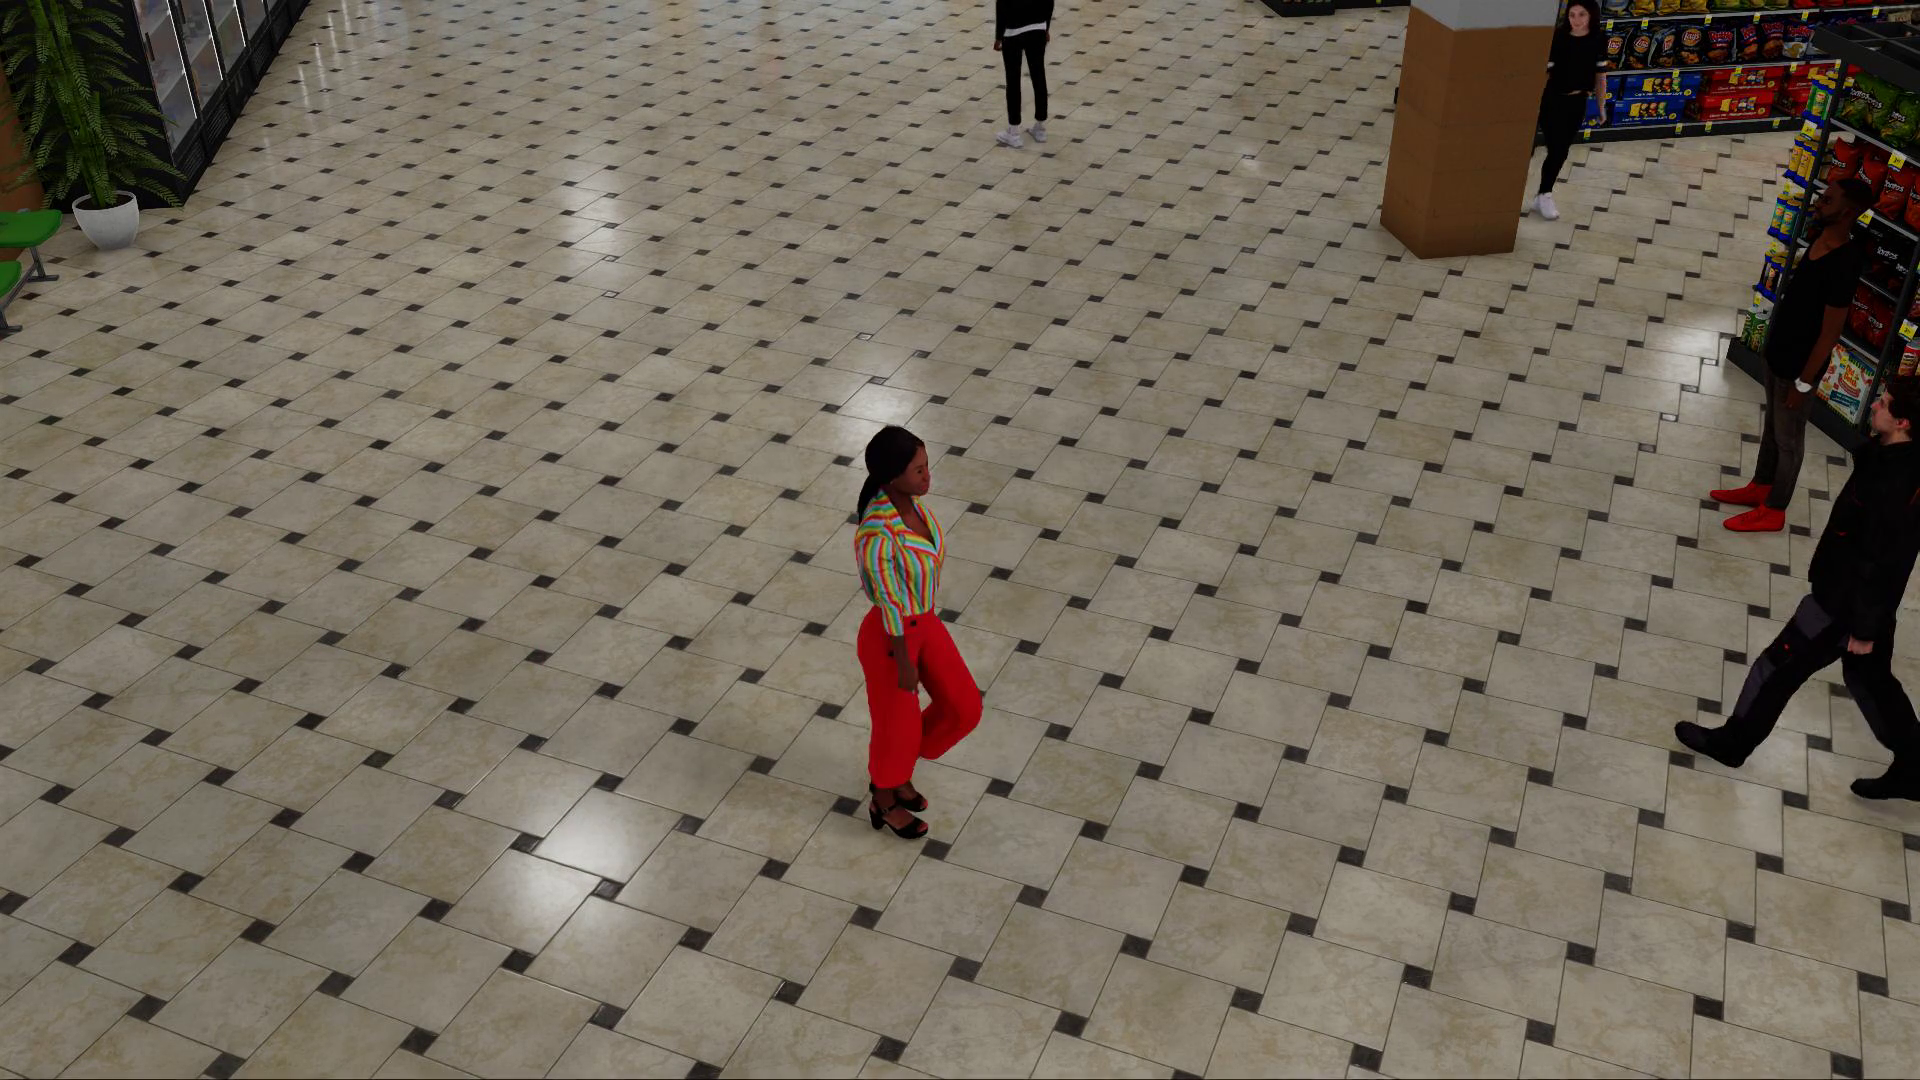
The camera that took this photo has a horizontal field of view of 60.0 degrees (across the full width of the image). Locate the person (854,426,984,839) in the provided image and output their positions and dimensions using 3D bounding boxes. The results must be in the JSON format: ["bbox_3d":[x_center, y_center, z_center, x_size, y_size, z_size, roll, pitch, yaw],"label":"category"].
[{"bbox_3d":[-0.295,0.385,6.036,0.805,1.783,0.737,11,34,18],"label":"person"}]

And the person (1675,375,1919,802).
[{"bbox_3d":[3.456,0.252,6.234,1.236,1.799,1.221,23,39,32],"label":"person"}]

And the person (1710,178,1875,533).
[{"bbox_3d":[4.073,-0.885,8.055,0.649,1.805,0.704,5,32,8],"label":"person"}]

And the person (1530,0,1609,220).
[{"bbox_3d":[4.226,-3.079,11.760,0.532,1.615,0.705,-9,33,-15],"label":"person"}]

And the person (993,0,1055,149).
[{"bbox_3d":[0.507,-4.029,13.097,0.603,1.816,0.788,-14,35,-22],"label":"person"}]
